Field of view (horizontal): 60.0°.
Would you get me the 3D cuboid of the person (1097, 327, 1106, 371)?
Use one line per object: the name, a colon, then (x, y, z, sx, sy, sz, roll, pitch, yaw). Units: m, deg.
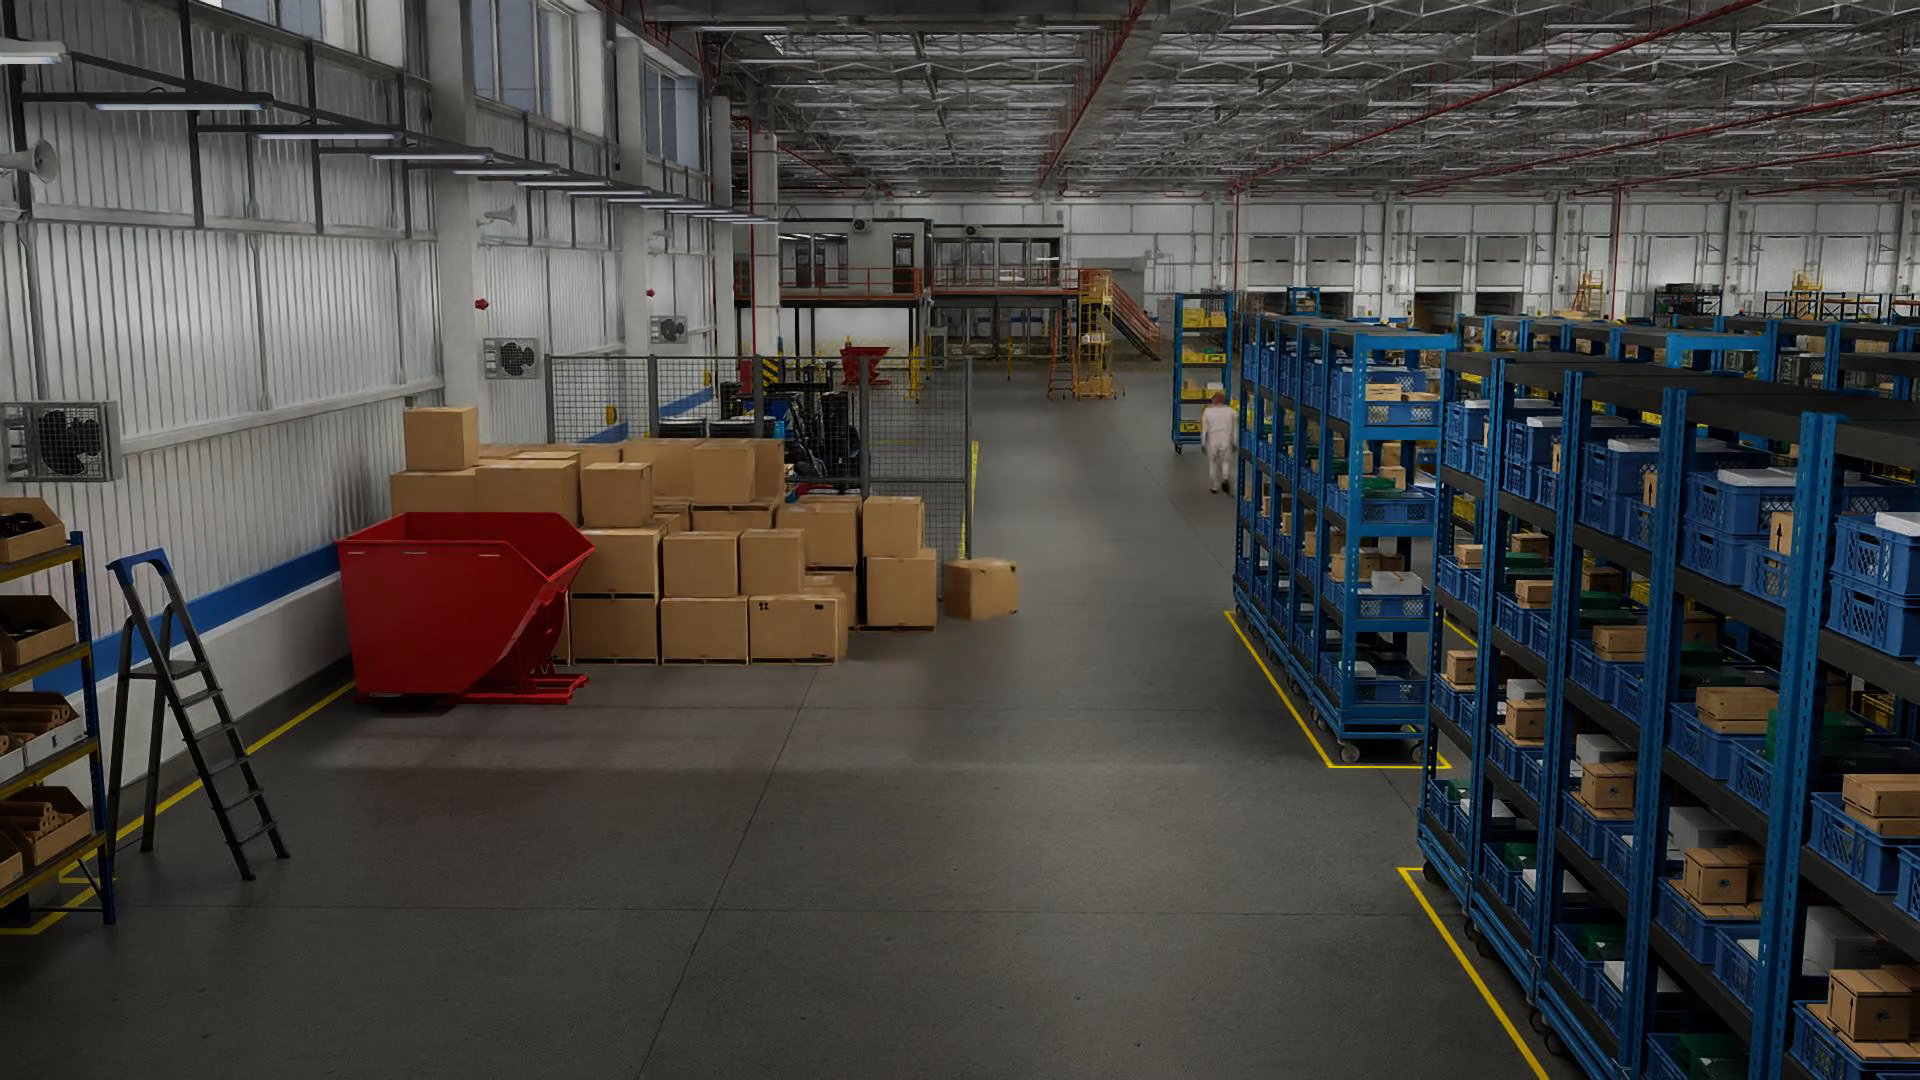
person: (5.771, -7.777, 67.789, 0.361, 1.831, 0.503, -2, 9, -14)

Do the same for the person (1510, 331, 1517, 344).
person: (26.912, -9.815, 80.322, 0.643, 1.834, 0.500, 2, 9, 12)

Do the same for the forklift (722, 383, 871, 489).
forklift: (-2.893, -1.687, 28.729, 2.680, 1.987, 1.157, 0, 9, -1)

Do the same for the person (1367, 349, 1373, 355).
person: (16.301, -7.542, 65.903, 0.366, 1.962, 0.614, -7, 11, -37)

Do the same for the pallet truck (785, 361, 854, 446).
pallet truck: (-3.410, -3.193, 38.978, 1.885, 1.965, 0.823, 0, 9, -1)

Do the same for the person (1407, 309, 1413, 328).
person: (25.584, -12.171, 94.613, 0.398, 1.918, 0.590, 5, 11, 30)

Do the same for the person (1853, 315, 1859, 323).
person: (44.633, -10.247, 82.866, 1.008, 1.883, 0.583, -1, 9, -6)

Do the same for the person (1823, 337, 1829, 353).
person: (33.874, -7.309, 64.794, 0.951, 1.867, 0.621, 4, 10, 21)

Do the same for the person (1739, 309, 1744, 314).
person: (44.275, -12.126, 94.285, 0.577, 1.932, 0.377, -4, 10, -22)

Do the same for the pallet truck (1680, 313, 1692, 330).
pallet truck: (36.315, -10.531, 84.244, 0.823, 1.965, 1.885, -6, 11, -33)

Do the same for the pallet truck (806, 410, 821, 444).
pallet truck: (-3.559, -2.018, 33.905, 1.522, 1.261, 0.704, 0, 9, -1)

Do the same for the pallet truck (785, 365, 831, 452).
pallet truck: (-3.774, -2.976, 37.635, 1.885, 1.965, 0.823, 1, 9, 5)

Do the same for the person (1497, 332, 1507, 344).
person: (20.741, -7.071, 63.609, 0.326, 1.769, 0.524, -3, 10, -20)

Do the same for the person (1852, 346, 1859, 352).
person: (27.280, -5.025, 50.833, 0.606, 1.811, 0.565, 1, 9, 4)

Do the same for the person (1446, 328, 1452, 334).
person: (19.253, -7.417, 65.440, 0.997, 1.869, 0.609, -3, 10, -18)

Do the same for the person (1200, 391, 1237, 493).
person: (4.768, -1.807, 30.742, 0.676, 1.891, 0.431, 0, 9, 0)

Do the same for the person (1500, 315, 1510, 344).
person: (26.962, -10.172, 82.247, 0.442, 1.924, 0.657, -3, 10, -20)

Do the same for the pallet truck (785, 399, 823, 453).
pallet truck: (-3.814, -2.432, 36.419, 1.630, 1.274, 0.653, 0, 9, 1)

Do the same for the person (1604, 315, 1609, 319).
person: (33.416, -10.747, 86.075, 0.429, 1.838, 0.621, 0, 9, -1)

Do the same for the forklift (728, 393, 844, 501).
forklift: (-2.979, -1.316, 26.476, 2.680, 1.987, 1.157, 0, 9, 1)

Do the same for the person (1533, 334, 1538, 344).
person: (21.157, -6.838, 61.718, 0.566, 1.913, 0.591, 3, 10, 17)

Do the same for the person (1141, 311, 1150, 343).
person: (10.473, -12.077, 94.245, 0.429, 1.846, 0.633, -8, 12, -39)

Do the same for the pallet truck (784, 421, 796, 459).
pallet truck: (-4.013, -1.793, 32.705, 1.601, 1.201, 0.680, 0, 9, 1)

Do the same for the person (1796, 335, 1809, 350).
person: (33.208, -7.451, 65.650, 0.532, 1.864, 0.312, 9, 13, 43)
